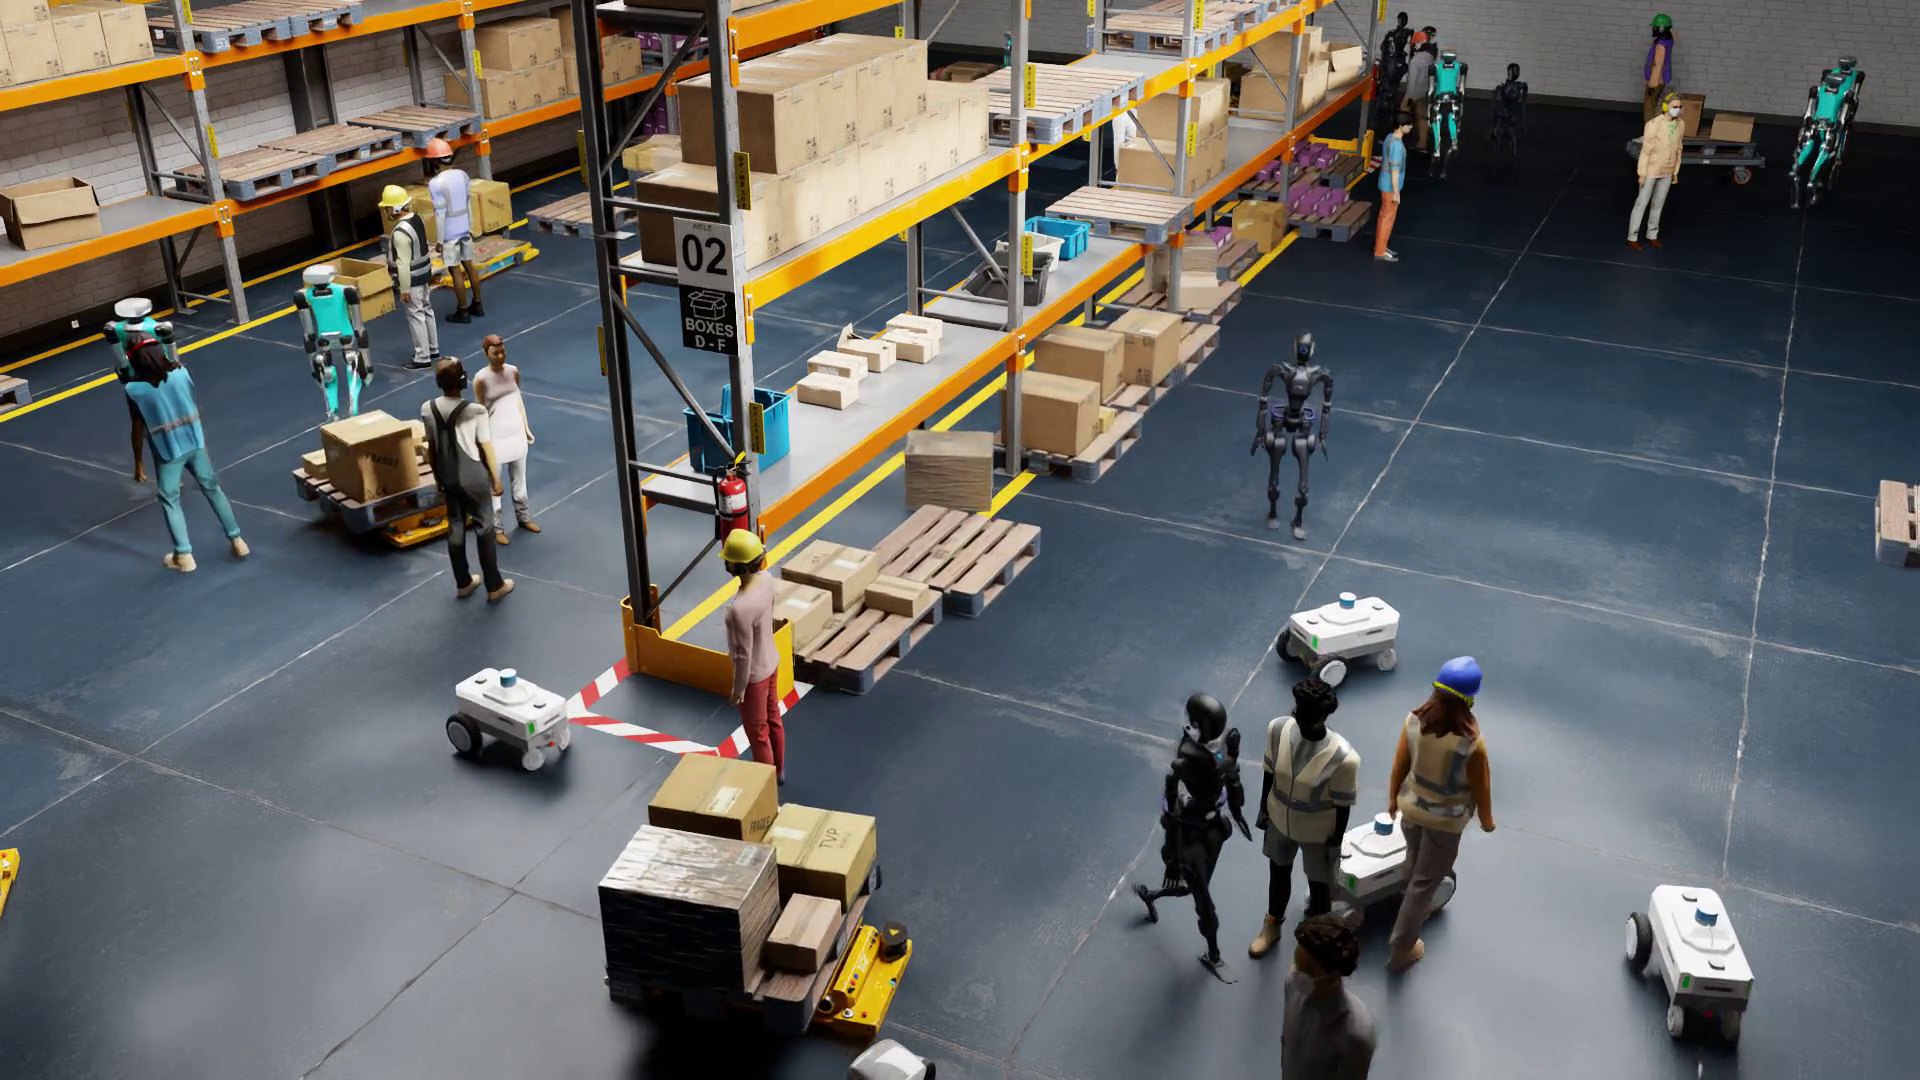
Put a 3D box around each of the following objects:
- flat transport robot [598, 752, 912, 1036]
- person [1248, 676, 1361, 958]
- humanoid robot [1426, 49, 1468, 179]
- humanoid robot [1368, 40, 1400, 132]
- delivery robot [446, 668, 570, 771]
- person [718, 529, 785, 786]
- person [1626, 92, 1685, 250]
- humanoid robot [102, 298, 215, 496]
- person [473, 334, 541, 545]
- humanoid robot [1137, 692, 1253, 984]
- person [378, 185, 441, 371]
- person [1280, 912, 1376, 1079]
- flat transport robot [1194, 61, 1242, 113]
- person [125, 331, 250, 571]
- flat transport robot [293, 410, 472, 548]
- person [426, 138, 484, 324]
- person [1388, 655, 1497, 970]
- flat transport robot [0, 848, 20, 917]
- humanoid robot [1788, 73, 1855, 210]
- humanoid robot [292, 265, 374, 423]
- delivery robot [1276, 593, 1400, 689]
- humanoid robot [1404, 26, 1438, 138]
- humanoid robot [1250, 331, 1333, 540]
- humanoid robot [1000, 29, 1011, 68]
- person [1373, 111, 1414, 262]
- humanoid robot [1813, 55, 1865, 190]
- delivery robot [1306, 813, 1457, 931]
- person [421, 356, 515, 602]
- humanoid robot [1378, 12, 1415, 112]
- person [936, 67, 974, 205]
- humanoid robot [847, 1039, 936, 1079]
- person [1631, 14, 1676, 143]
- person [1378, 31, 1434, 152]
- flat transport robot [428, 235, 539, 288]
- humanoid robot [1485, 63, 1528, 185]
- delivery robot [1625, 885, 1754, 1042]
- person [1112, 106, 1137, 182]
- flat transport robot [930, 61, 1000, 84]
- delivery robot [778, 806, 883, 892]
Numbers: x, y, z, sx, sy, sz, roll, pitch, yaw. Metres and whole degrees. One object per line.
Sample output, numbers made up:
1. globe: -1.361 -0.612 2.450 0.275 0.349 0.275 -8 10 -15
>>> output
1. flat transport robot: -1.020 2.129 8.478 1.431 0.231 0.659 7 27 13
2. person: 1.712 1.419 8.305 0.532 1.693 0.320 23 34 38
3. humanoid robot: 6.649 -5.763 22.794 0.561 1.798 0.816 3 27 7
4. humanoid robot: 6.196 -6.428 24.199 0.687 1.629 0.616 18 32 32
5. delivery robot: -2.777 1.067 10.292 0.758 0.587 0.509 16 31 30
6. person: -1.209 0.742 9.592 0.322 1.767 0.532 5 27 11
7. person: 8.346 -4.424 19.918 0.559 1.870 0.390 -8 27 -16
8. humanoid robot: -6.420 -1.177 13.512 0.543 1.786 0.786 -1 26 -2
9. person: -3.504 -0.785 12.791 0.283 1.661 0.450 23 34 38
10. humanoid robot: 1.164 1.418 8.362 0.602 1.631 0.678 -23 35 -39
11. person: -5.347 -2.548 16.179 0.403 1.825 0.589 0 26 0
12. person: 1.398 2.231 6.488 0.959 1.850 0.537 -17 31 -30
13. flat transport robot: 3.936 -7.261 27.444 1.431 0.231 0.659 21 33 36
14. person: -5.760 -0.650 12.298 0.495 1.856 0.697 20 33 35
15. flat transport robot: -4.579 -0.323 13.430 0.659 0.231 1.431 -24 35 -39
16. person: -5.333 -3.236 17.440 0.374 1.932 0.550 11 28 21
17. person: 2.467 1.337 8.402 0.728 1.753 0.484 -23 34 -38
18. flat transport robot: -5.370 2.065 8.607 0.659 0.231 1.431 -8 27 -16
19. humanoid robot: 11.003 -5.068 21.364 0.549 1.749 0.963 18 31 31
20. humanoid robot: -5.231 -1.353 13.893 0.578 1.778 0.887 -2 26 -4
21. delivery robot: 2.554 0.651 11.161 0.815 0.612 0.499 -10 28 -20
22. humanoid robot: 7.059 -6.950 25.268 0.610 1.635 0.625 2 26 4
23. humanoid robot: 2.556 -0.817 12.842 0.600 1.643 0.491 3 26 5
24. humanoid robot: 0.549 -6.619 24.500 0.758 1.774 0.545 8 27 16
25. person: 5.062 -4.139 19.460 0.332 1.757 0.507 2 26 5
26. humanoid robot: 11.756 -5.495 22.340 0.536 1.900 0.711 5 27 11
27. delivery robot: 2.257 1.726 8.936 0.745 0.565 0.499 -14 30 -26
28. person: -3.528 -0.422 11.863 0.505 1.842 0.337 6 27 13
29. humanoid robot: 7.013 -7.622 26.638 0.613 1.625 0.780 -7 27 -13
30. person: -0.213 -5.307 21.796 1.006 1.775 0.668 13 29 24
31. humanoid robot: -0.063 2.541 5.841 0.735 1.677 0.533 17 31 30
32. person: 10.318 -6.810 24.675 0.429 1.923 0.536 12 29 22
33. person: 6.644 -6.603 24.477 0.574 1.719 0.749 -22 34 -37
34. flat transport robot: -5.585 -3.241 19.325 0.659 0.231 1.431 10 28 19
35. humanoid robot: 7.454 -5.648 22.607 0.608 1.640 0.539 -7 27 -13
36. delivery robot: 3.669 2.064 8.294 0.499 0.601 0.805 4 27 7
37. person: 2.125 -4.590 20.212 0.638 1.904 0.405 -22 34 -38
38. flat transport robot: 0.025 -6.548 26.004 1.431 0.231 0.659 12 29 23
39. delivery robot: -0.836 1.727 8.976 0.801 0.602 0.499 16 30 28
